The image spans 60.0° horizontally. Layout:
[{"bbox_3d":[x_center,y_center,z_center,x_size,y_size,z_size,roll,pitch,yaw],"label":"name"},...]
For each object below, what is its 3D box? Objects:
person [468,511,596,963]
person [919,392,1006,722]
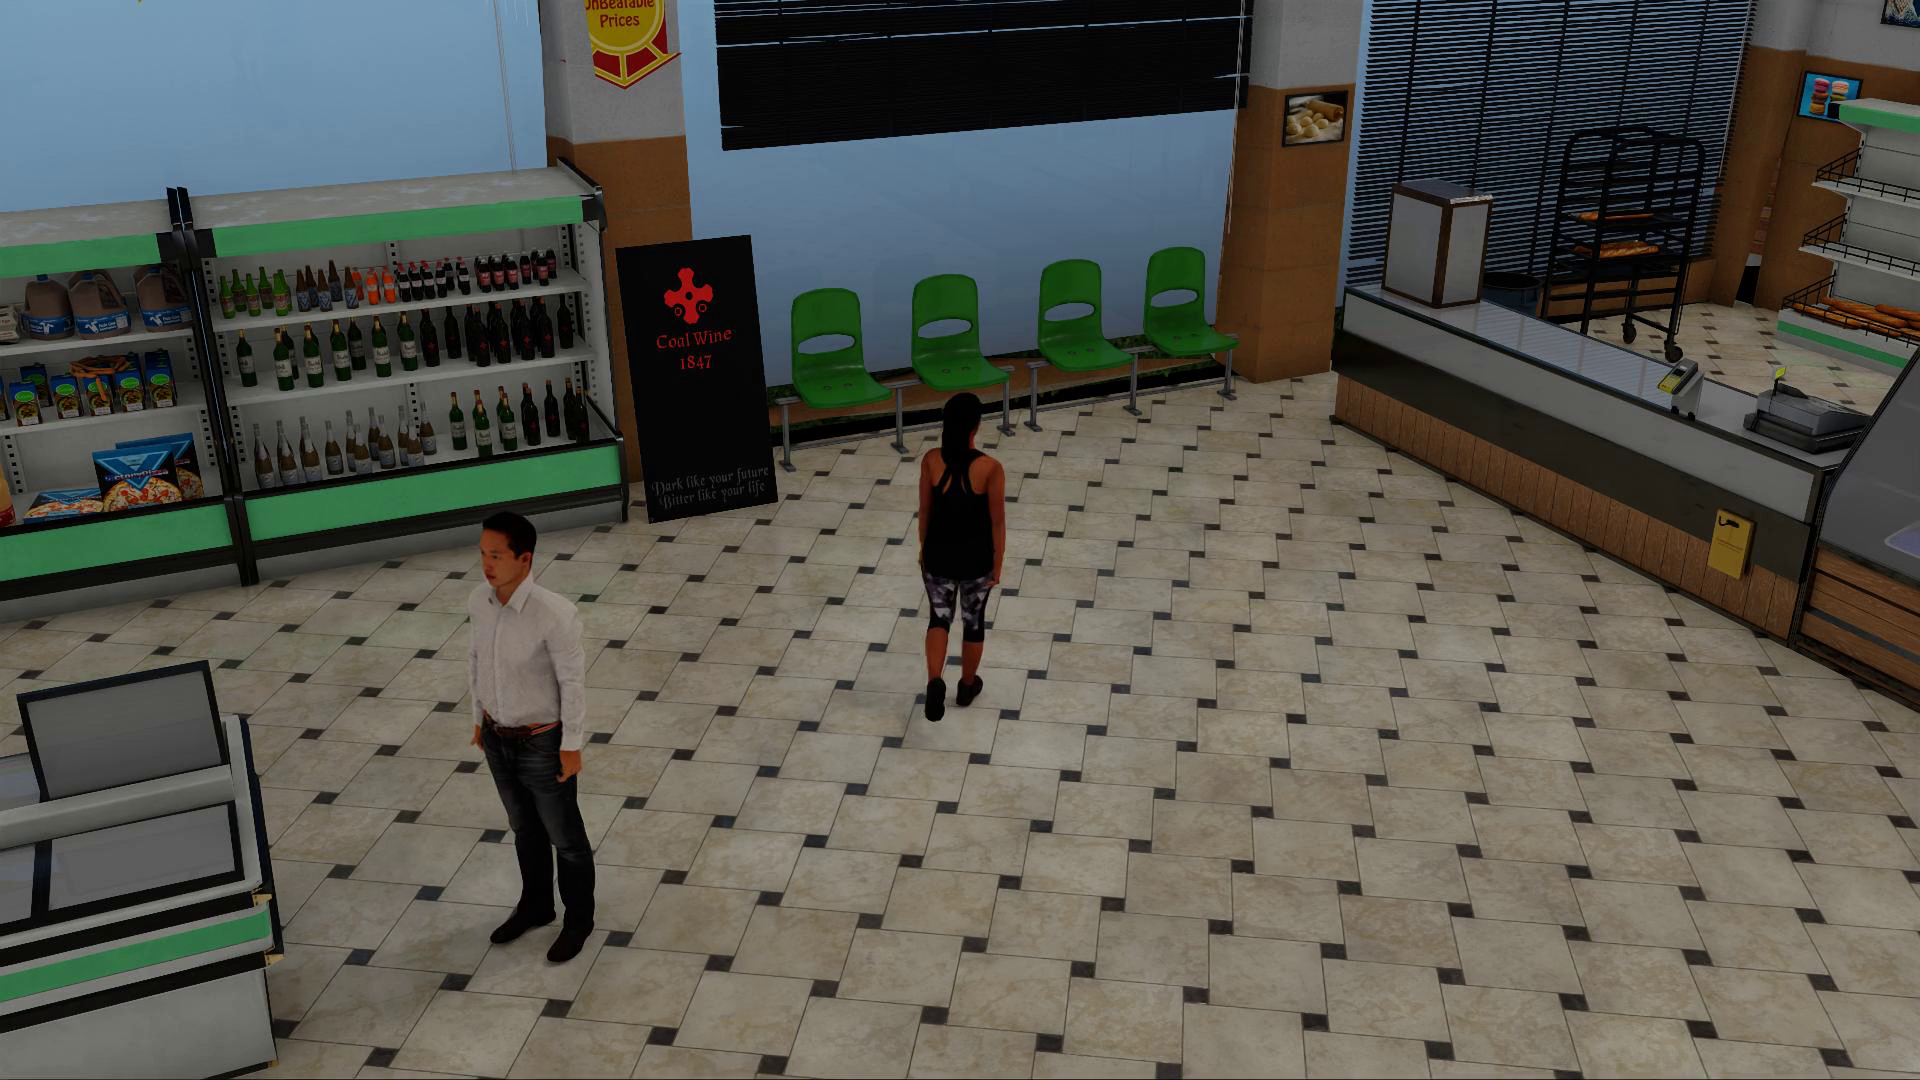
[{"bbox_3d":[-1.592,0.728,6.202,0.745,1.811,0.763,13,27,27],"label":"person"},{"bbox_3d":[-0.027,0.101,7.834,0.932,1.651,0.958,6,24,14],"label":"person"}]
